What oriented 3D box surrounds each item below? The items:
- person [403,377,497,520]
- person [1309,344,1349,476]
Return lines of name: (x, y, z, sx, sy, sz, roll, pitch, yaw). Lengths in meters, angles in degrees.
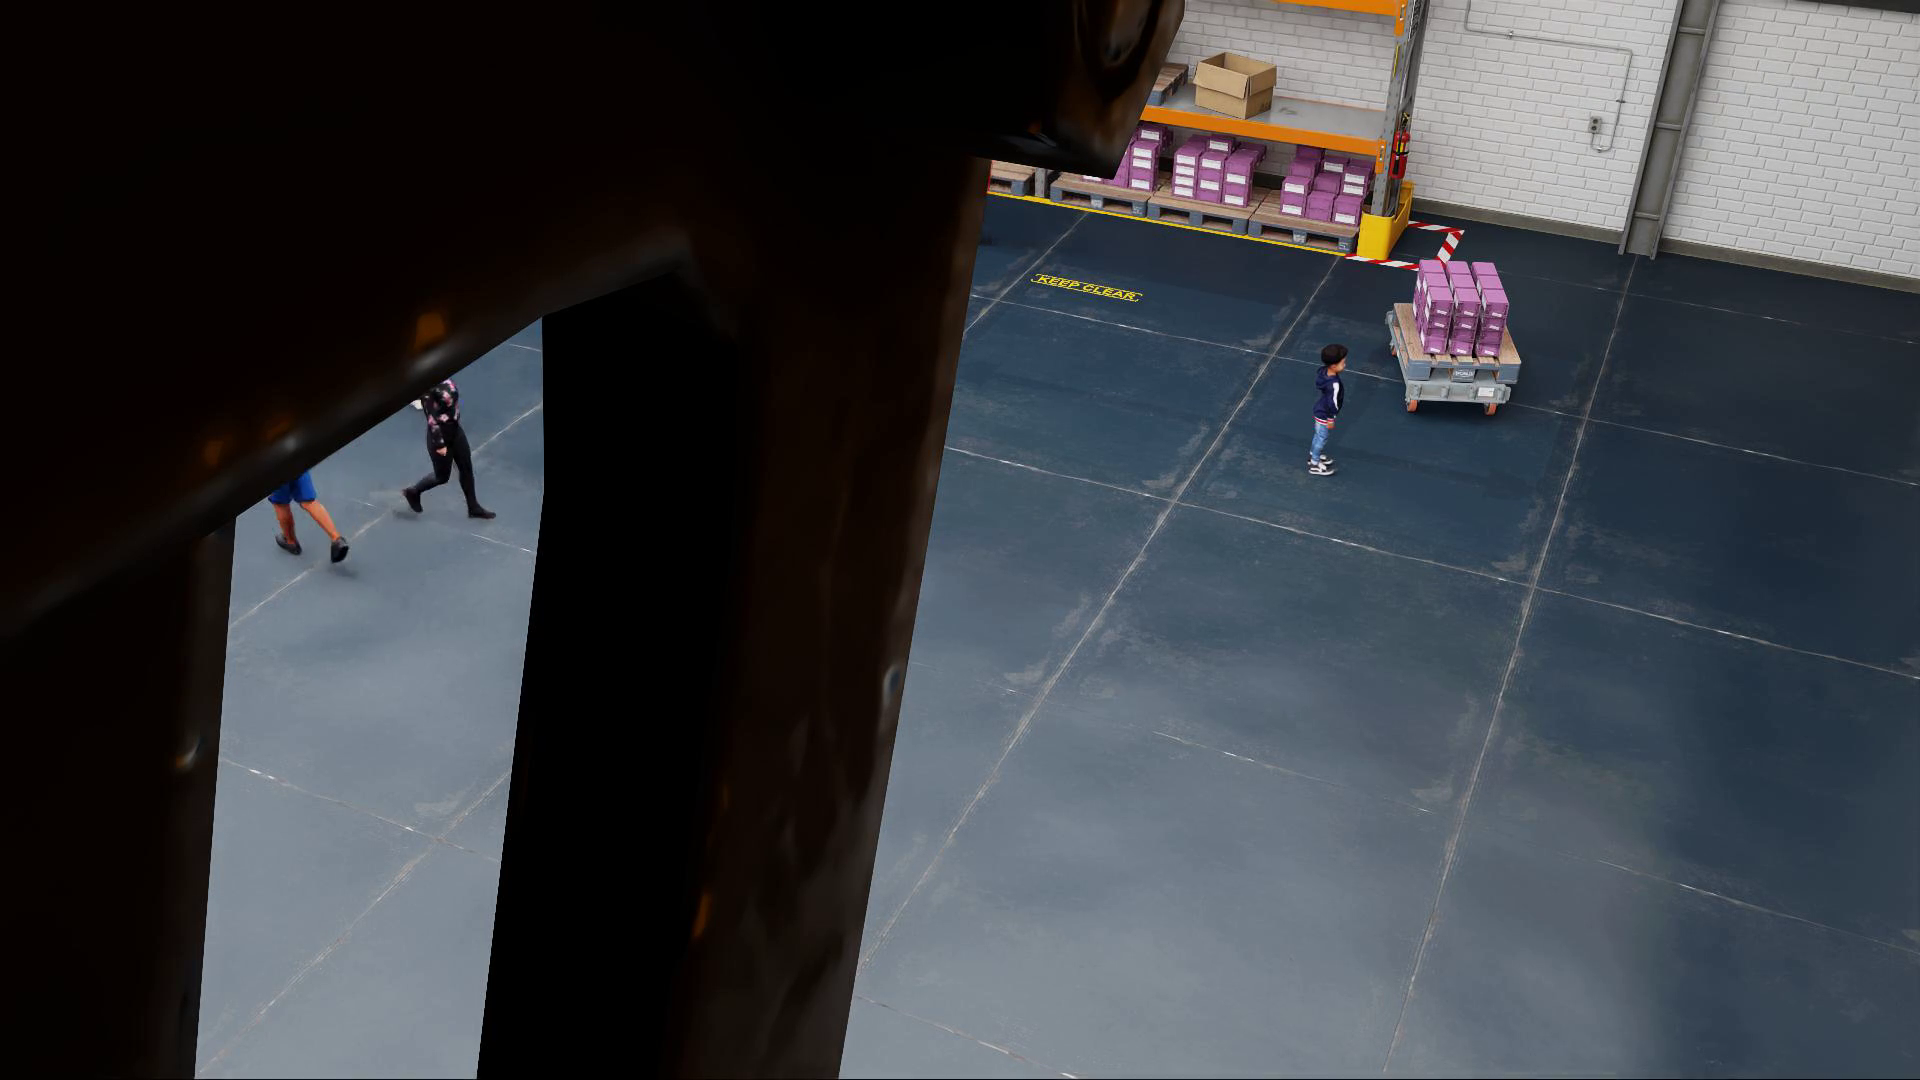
person: (-4.287, -0.867, 13.568, 1.027, 1.663, 0.741, 5, 34, 7)
person: (3.169, -1.141, 14.379, 0.566, 1.221, 0.571, 3, 34, 4)
